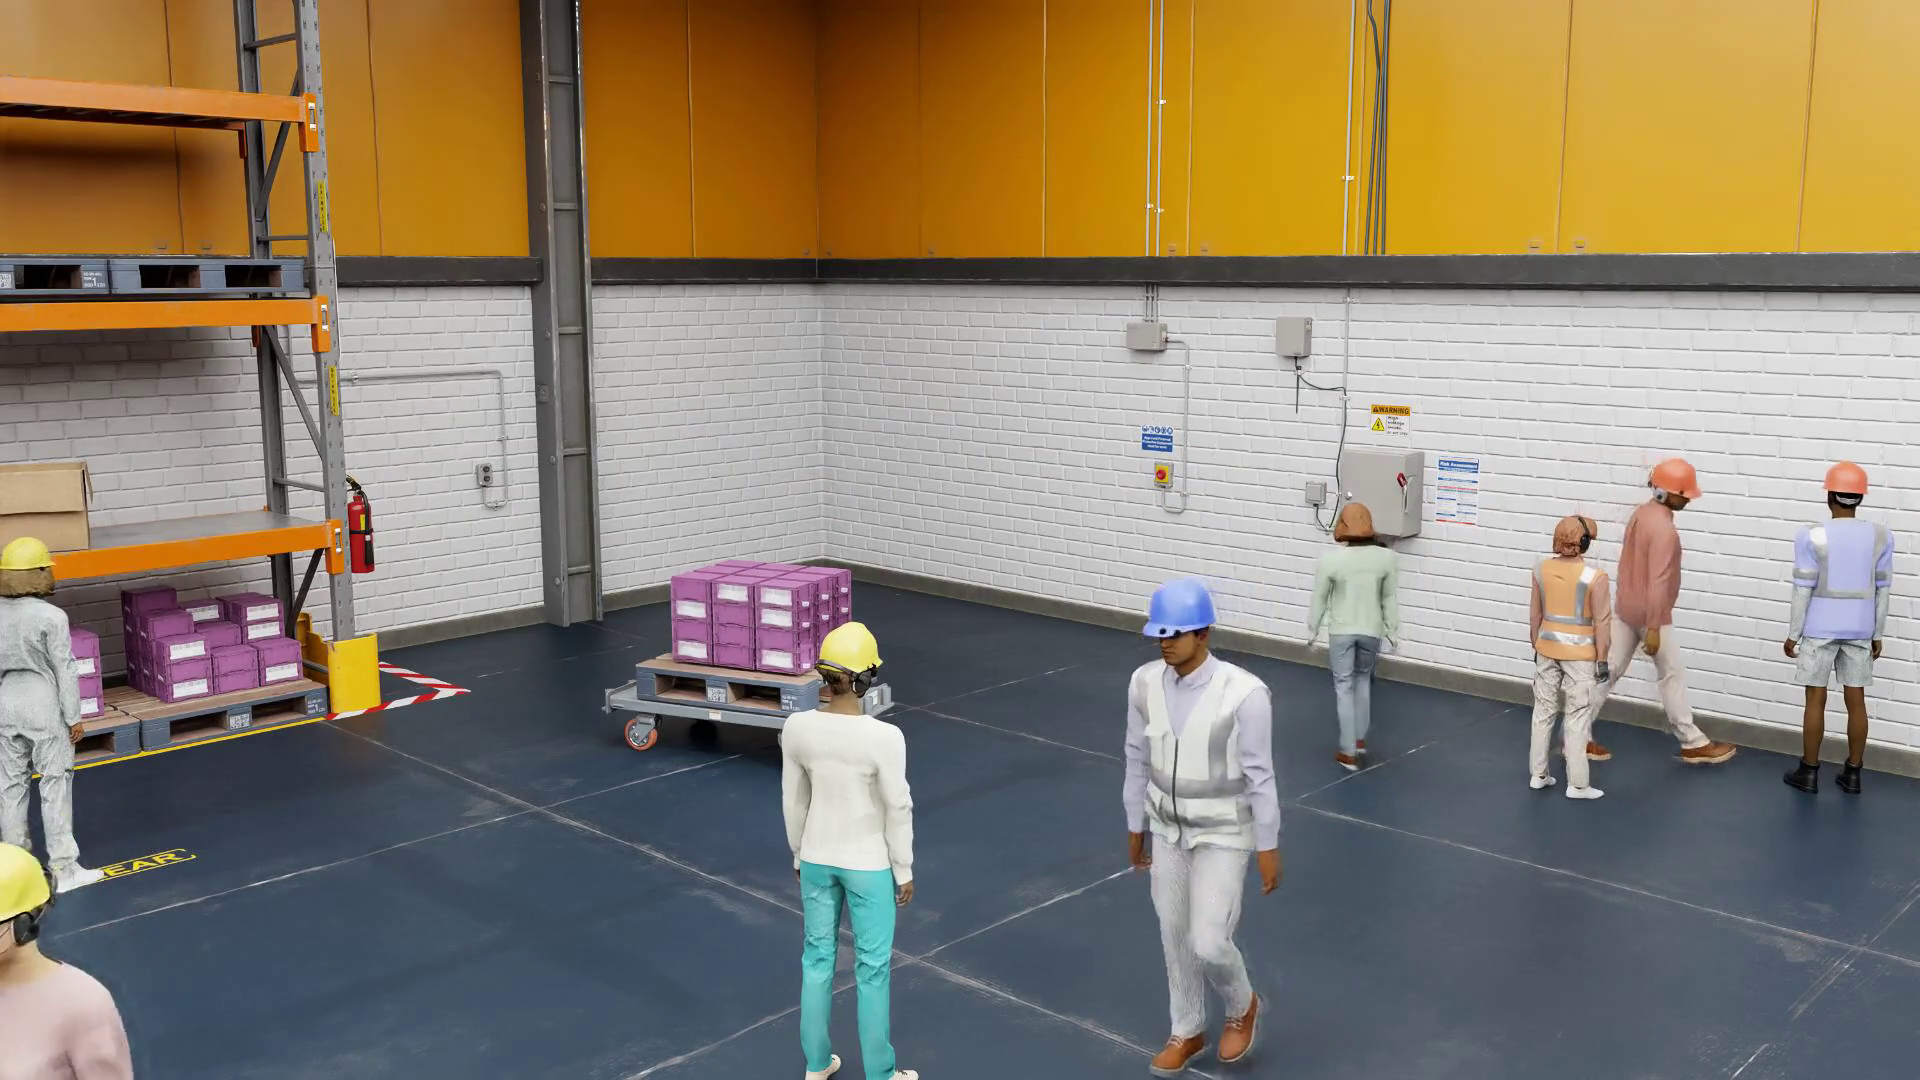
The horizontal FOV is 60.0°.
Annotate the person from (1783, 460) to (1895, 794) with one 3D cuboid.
[{"bbox_3d":[5.057,0.509,9.617,0.543,1.939,0.362,1,9,7],"label":"person"}]

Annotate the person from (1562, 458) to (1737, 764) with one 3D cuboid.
[{"bbox_3d":[4.205,0.440,10.137,1.048,1.913,0.649,0,9,1],"label":"person"}]

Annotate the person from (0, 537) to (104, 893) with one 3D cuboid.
[{"bbox_3d":[-4.509,0.851,8.123,0.492,1.740,0.325,1,9,8],"label":"person"}]

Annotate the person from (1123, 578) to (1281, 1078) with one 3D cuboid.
[{"bbox_3d":[0.865,1.082,6.144,0.636,1.923,0.477,9,13,42],"label":"person"}]

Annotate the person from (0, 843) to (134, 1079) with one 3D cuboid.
[{"bbox_3d":[-2.220,1.551,3.864,0.525,1.729,0.866,4,10,24],"label":"person"}]

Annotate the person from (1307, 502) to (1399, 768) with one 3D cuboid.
[{"bbox_3d":[2.393,0.566,10.220,0.534,1.613,0.534,-1,9,-5],"label":"person"}]

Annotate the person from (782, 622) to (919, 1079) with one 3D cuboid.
[{"bbox_3d":[-0.400,1.173,6.077,0.522,1.768,0.312,4,10,25],"label":"person"}]

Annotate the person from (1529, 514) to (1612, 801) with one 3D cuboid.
[{"bbox_3d":[3.487,0.671,9.540,0.307,1.641,0.513,-7,11,-35],"label":"person"}]
